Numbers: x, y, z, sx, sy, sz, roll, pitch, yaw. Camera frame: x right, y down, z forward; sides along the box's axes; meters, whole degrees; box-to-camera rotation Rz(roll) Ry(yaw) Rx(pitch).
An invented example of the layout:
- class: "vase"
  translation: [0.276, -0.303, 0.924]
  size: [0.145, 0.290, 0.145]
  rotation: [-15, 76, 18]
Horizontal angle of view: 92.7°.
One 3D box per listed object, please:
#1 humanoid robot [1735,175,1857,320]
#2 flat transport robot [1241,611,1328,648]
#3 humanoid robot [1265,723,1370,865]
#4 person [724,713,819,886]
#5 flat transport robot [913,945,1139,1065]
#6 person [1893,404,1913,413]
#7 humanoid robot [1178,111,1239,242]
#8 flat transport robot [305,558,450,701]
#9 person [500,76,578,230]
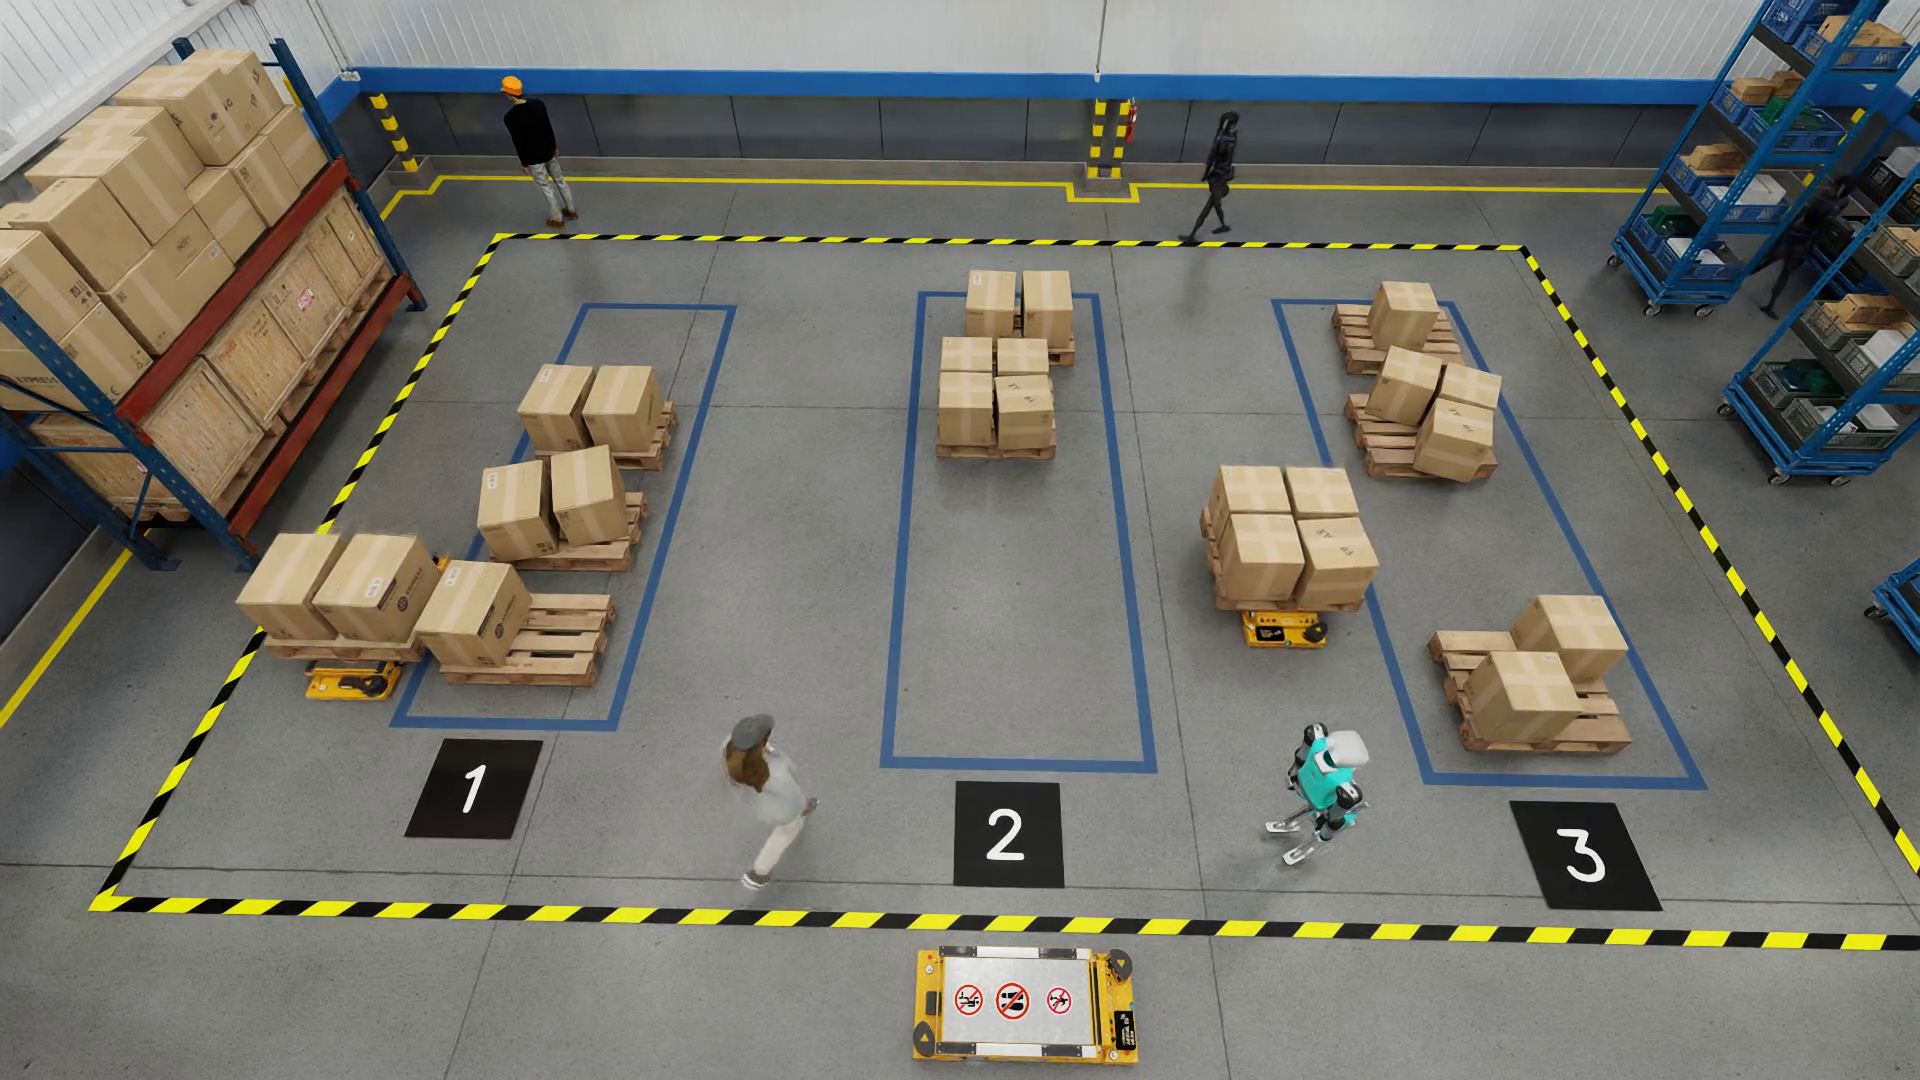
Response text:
- class: "humanoid robot"
  translation: [9.421, -3.361, 10.349]
  size: [0.612, 1.622, 0.794]
  rotation: [-7, 51, -6]
- class: "flat transport robot"
  translation: [2.802, 0.308, 8.217]
  size: [0.652, 0.197, 1.431]
  rotation: [1, 51, 1]
- class: "humanoid robot"
  translation: [2.506, 1.682, 6.080]
  size: [0.735, 1.677, 0.533]
  rotation: [-11, 52, -9]
- class: "person"
  translation: [-1.294, 1.705, 6.135]
  size: [0.567, 1.744, 0.723]
  rotation: [37, 60, 26]
- class: "flat transport robot"
  translation: [0.422, 3.041, 6.007]
  size: [1.431, 0.231, 0.659]
  rotation: [1, 51, 1]
- class: "person"
  translation: [10.220, -2.094, 9.116]
  size: [0.627, 1.940, 0.371]
  rotation: [-7, 51, -5]
- class: "humanoid robot"
  translation: [3.148, -4.436, 11.219]
  size: [0.766, 1.627, 0.583]
  rotation: [-8, 51, -7]
- class: "flat transport robot"
  translation: [-5.010, 0.706, 7.892]
  size: [0.652, 0.197, 1.431]
  rotation: [1, 51, 1]
- class: "person"
  translation: [-5.207, -4.767, 11.330]
  size: [0.363, 1.884, 0.587]
  rotation: [24, 55, 18]
